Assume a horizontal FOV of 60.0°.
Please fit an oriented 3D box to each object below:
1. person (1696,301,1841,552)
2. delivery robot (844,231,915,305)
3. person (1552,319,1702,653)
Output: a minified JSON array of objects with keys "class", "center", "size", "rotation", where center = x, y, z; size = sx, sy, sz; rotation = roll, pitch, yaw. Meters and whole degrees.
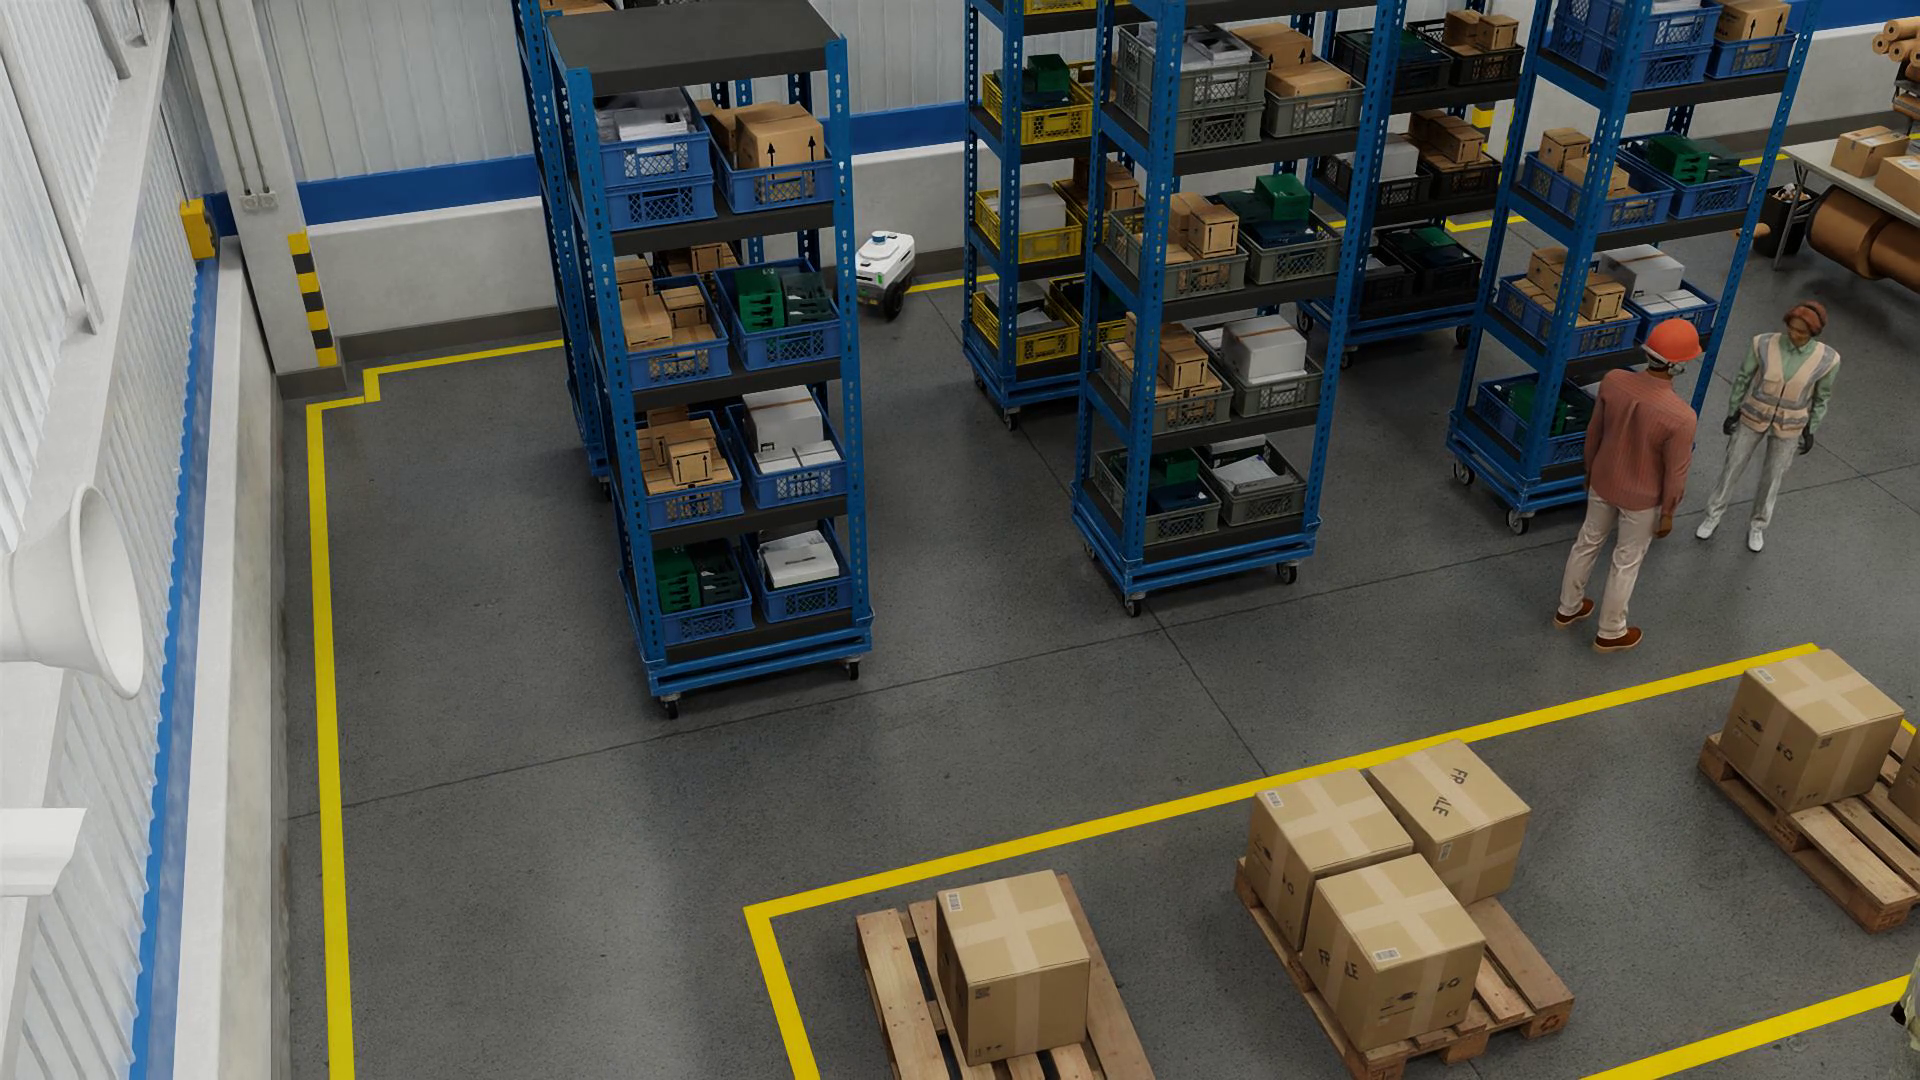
[{"class":"person","center":[4.783,-0.676,9.810],"size":[0.516,1.638,0.317],"rotation":[17,39,23]},{"class":"delivery robot","center":[-0.614,-2.123,12.719],"size":[0.477,0.478,0.707],"rotation":[12,37,17]},{"class":"person","center":[3.611,-0.286,8.953],"size":[0.381,1.994,0.615],"rotation":[-20,40,-26]}]
